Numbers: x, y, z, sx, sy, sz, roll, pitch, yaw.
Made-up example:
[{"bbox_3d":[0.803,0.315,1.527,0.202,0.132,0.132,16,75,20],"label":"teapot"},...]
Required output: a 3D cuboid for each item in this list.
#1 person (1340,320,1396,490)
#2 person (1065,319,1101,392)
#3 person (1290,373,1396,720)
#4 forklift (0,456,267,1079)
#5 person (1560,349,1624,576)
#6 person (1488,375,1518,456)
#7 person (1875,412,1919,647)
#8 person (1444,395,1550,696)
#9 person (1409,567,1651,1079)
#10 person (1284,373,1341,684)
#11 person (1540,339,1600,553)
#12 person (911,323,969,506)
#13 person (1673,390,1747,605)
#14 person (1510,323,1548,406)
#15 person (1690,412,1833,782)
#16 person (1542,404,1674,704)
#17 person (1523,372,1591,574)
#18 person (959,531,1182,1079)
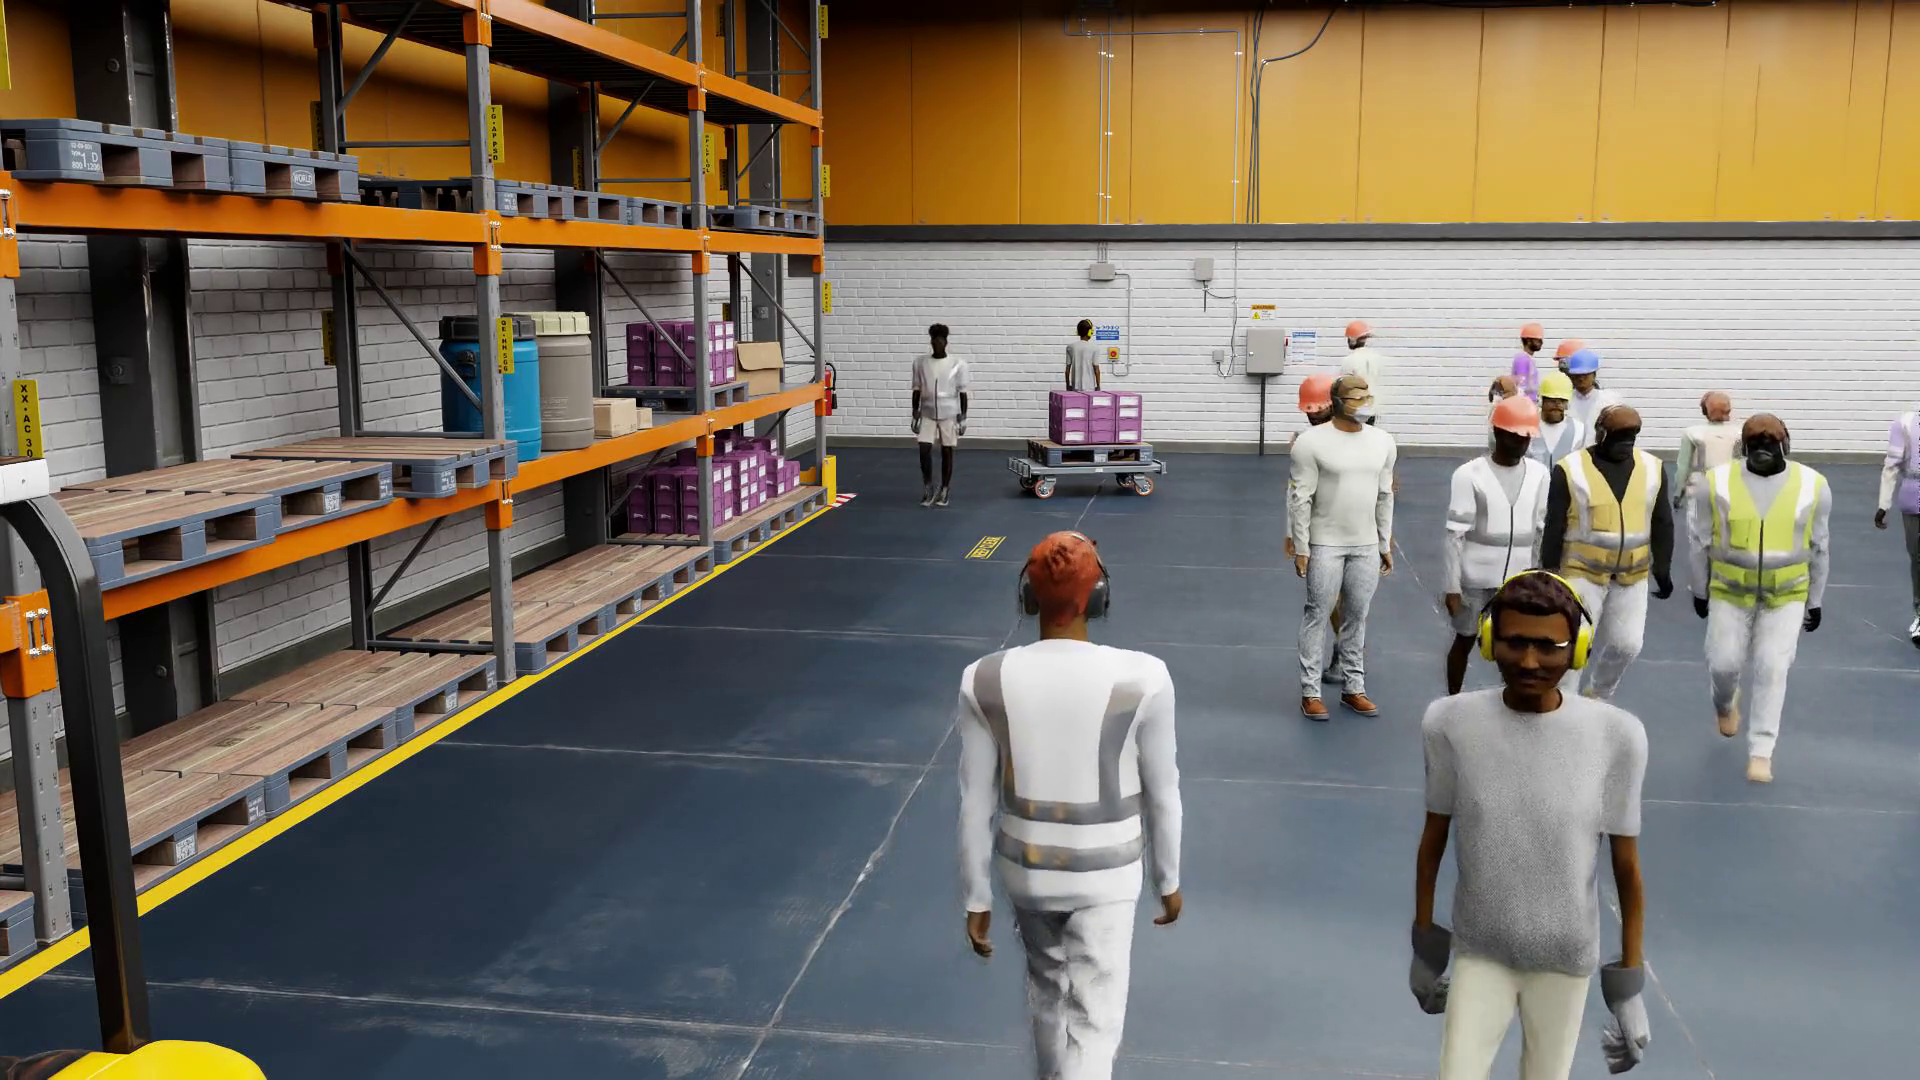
[{"bbox_3d":[4.423,-1.422,18.244,0.629,1.973,0.761,-6,11,-31],"label":"person"},{"bbox_3d":[1.631,-1.978,21.969,0.520,1.873,0.335,5,11,30],"label":"person"},{"bbox_3d":[2.149,0.038,9.329,0.630,1.940,0.371,-3,10,-16],"label":"person"},{"bbox_3d":[-2.328,0.975,2.765,2.313,2.155,1.214,1,9,9],"label":"forklift"},{"bbox_3d":[4.833,-0.526,12.930,0.604,1.892,0.993,4,10,22],"label":"person"},{"bbox_3d":[4.815,-0.675,14.799,0.847,1.585,0.502,-3,10,-17],"label":"person"},{"bbox_3d":[6.544,-0.234,11.215,0.594,1.872,1.006,9,13,42],"label":"person"},{"bbox_3d":[2.785,0.189,8.609,0.582,1.869,1.040,-1,9,-6],"label":"person"},{"bbox_3d":[1.295,0.982,3.796,0.521,1.851,0.386,3,10,18],"label":"person"},{"bbox_3d":[2.234,-0.069,10.120,0.621,1.889,0.574,-8,12,-41],"label":"person"},{"bbox_3d":[5.301,-0.766,14.369,1.061,1.935,0.650,9,13,43],"label":"person"},{"bbox_3d":[-0.236,-1.307,17.578,0.634,1.947,0.658,1,9,9],"label":"person"},{"bbox_3d":[5.703,-0.326,12.600,0.523,1.612,0.781,0,9,1],"label":"person"},{"bbox_3d":[6.390,-1.494,18.825,0.435,1.920,0.574,5,10,27],"label":"person"},{"bbox_3d":[4.011,0.254,8.376,0.628,1.820,0.679,4,10,24],"label":"person"},{"bbox_3d":[3.420,0.173,8.864,0.640,1.816,0.538,0,9,1],"label":"person"},{"bbox_3d":[4.031,-0.248,11.459,0.624,1.816,0.422,1,9,8],"label":"person"},{"bbox_3d":[0.263,0.900,4.325,0.572,1.850,0.969,3,10,19],"label":"person"}]
